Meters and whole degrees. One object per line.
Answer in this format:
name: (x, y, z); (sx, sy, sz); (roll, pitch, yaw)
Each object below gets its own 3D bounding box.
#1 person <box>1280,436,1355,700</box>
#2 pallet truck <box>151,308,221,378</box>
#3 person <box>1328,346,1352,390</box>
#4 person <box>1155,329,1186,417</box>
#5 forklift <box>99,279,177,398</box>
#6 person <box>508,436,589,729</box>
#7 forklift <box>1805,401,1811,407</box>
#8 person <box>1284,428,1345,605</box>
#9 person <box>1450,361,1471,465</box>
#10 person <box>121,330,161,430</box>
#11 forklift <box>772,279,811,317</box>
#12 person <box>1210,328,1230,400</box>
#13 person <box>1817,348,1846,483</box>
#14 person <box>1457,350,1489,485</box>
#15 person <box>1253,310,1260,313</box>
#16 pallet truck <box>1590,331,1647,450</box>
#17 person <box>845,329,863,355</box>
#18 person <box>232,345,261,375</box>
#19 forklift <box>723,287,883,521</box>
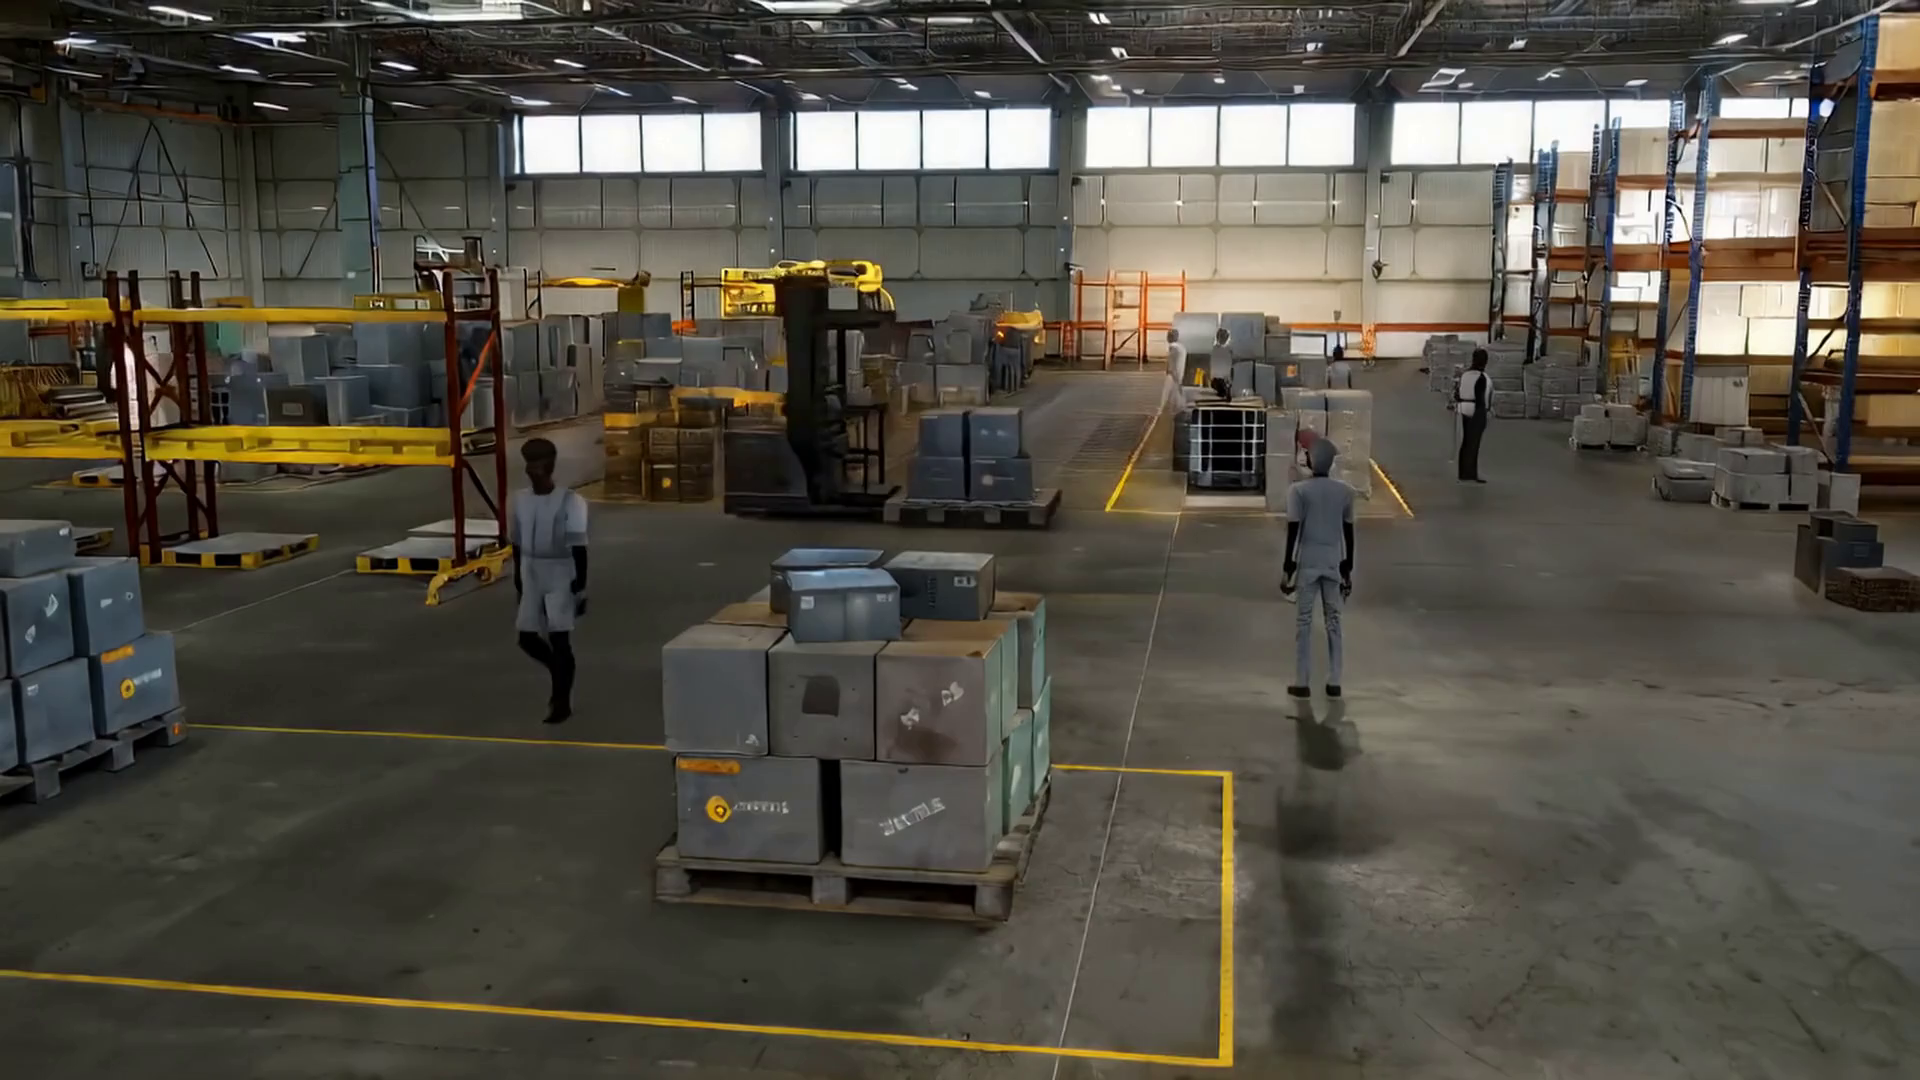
person: (2.529, 0.203, 11.777); (0.533, 1.868, 0.310); (-1, 9, -6)
pallet truck: (-21.869, -5.598, 47.154); (0.823, 1.965, 1.885); (4, 10, 26)
person: (6.852, -2.634, 29.871); (0.538, 1.679, 0.632); (-5, 11, -31)
person: (4.341, -3.435, 34.387); (0.717, 1.814, 0.643); (4, 10, 21)
forklift: (-19.606, -4.720, 39.027); (1.873, 2.768, 1.129); (1, 9, 9)
person: (-2.722, 0.266, 11.151); (0.619, 1.952, 0.514); (3, 10, 17)
forklift: (18.902, -4.441, 37.301); (1.129, 2.768, 1.873); (-2, 9, -12)
person: (3.211, -0.197, 15.007); (0.523, 1.615, 0.631); (-3, 10, -20)
person: (7.871, -1.986, 26.011); (0.313, 1.631, 0.525); (0, 9, -3)
person: (-15.448, -2.991, 31.350); (0.660, 1.933, 0.399); (-6, 11, -35)
forklift: (-4.257, -5.229, 42.164); (1.129, 2.768, 1.873); (4, 10, 24)
person: (4.976, -3.069, 31.742); (0.372, 1.940, 0.632); (-2, 9, -12)
person: (12.460, -1.773, 23.757); (0.378, 1.932, 0.551); (2, 9, 10)
person: (7.295, -1.744, 23.647); (0.393, 1.915, 0.589); (-1, 9, -8)
person: (8.123, -5.340, 45.752); (0.373, 1.934, 0.551); (-9, 13, -44)
pallet truck: (11.253, -2.573, 28.499); (0.823, 1.965, 1.885); (5, 10, 27)
person: (-2.756, -4.563, 41.195); (0.633, 1.888, 0.986); (3, 10, 17)
person: (-11.640, -2.287, 27.327); (0.702, 1.805, 0.668); (2, 9, 11)
forklift: (-1.886, -1.691, 20.345); (1.873, 2.768, 1.129); (1, 9, 9)
